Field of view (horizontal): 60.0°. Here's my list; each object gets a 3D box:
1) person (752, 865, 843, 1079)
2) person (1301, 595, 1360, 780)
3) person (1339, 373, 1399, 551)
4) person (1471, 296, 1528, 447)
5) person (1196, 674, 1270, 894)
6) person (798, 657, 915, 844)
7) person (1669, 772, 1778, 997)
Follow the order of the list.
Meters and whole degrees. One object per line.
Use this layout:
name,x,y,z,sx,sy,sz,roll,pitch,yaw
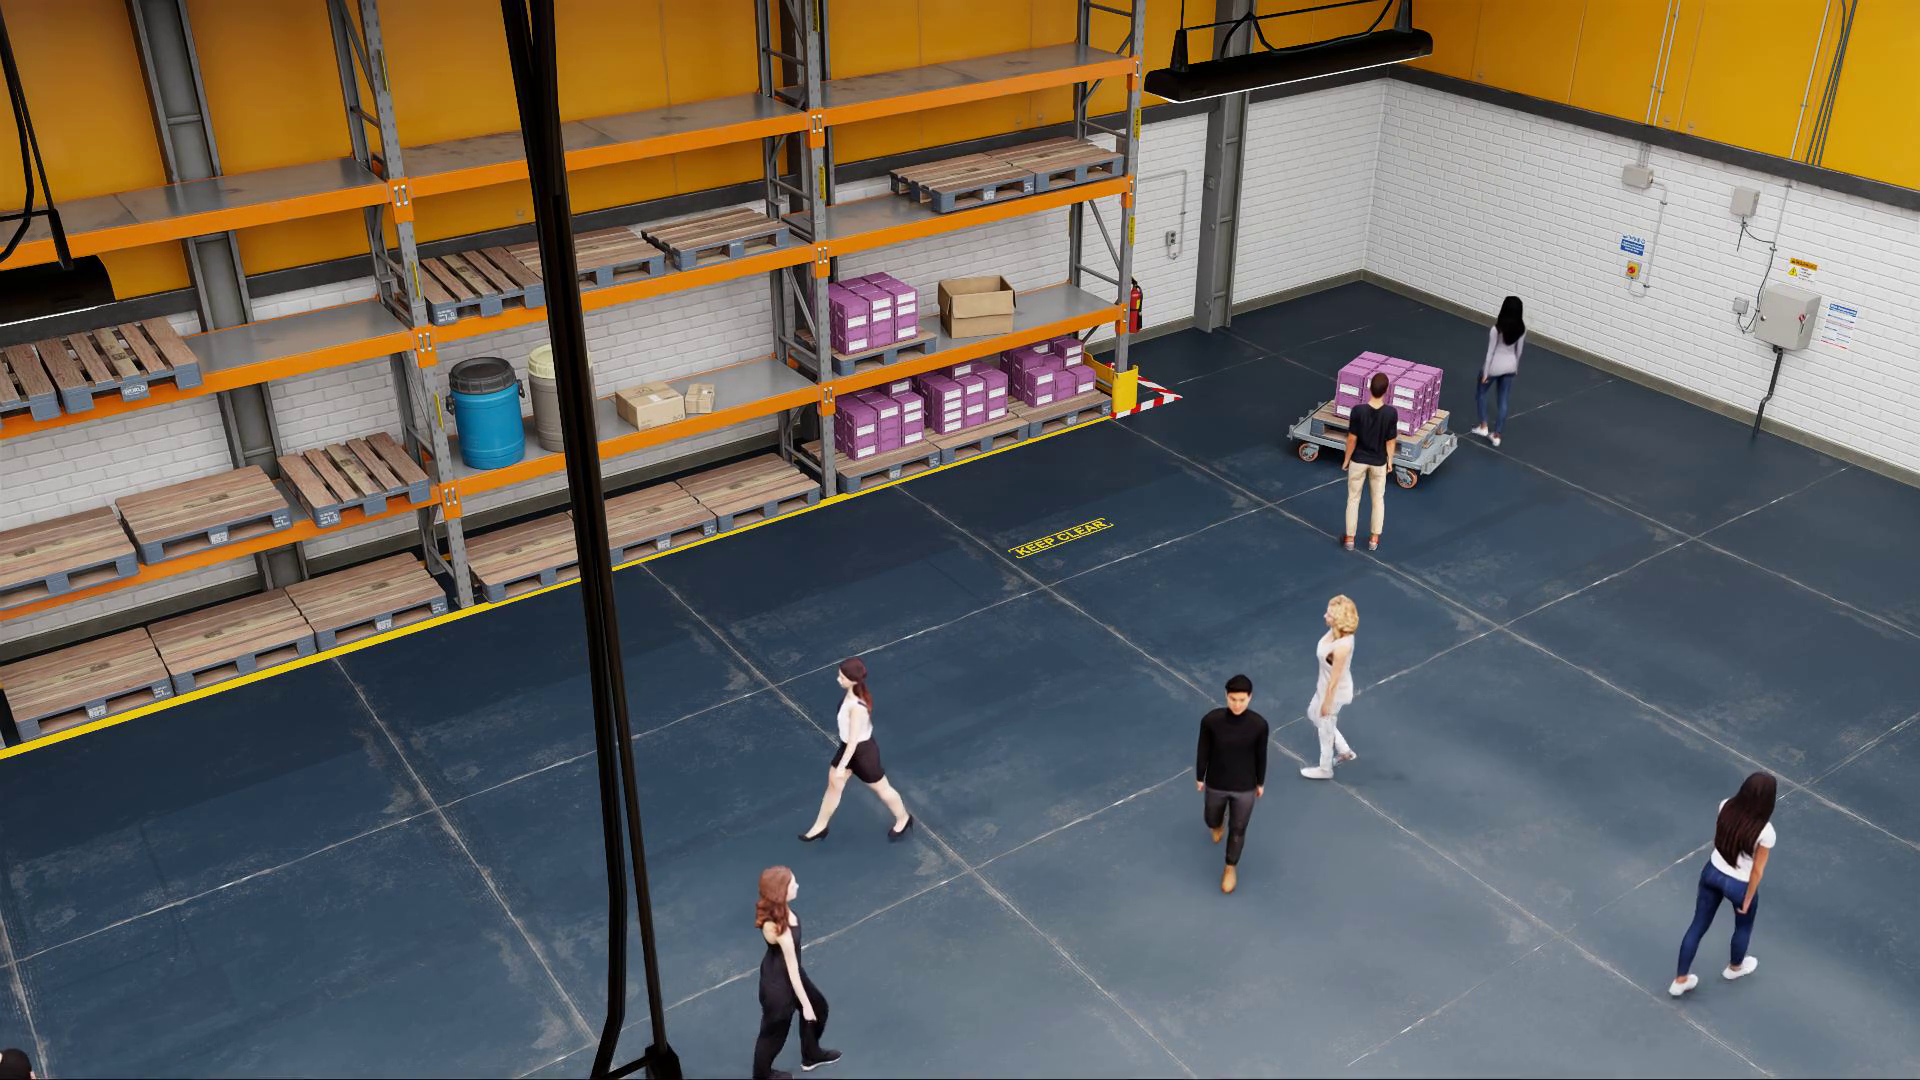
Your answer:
person,-1.177,2.695,10.114,0.928,1.725,0.803,-6,29,-11
person,2.989,1.172,12.975,0.819,1.659,0.757,6,29,11
person,4.013,-0.764,16.315,0.684,1.858,0.762,3,29,5
person,6.032,-1.838,18.427,0.695,1.722,0.793,-5,29,-10
person,1.963,1.677,11.999,0.961,1.706,1.039,6,29,12
person,-0.654,1.595,12.266,1.170,1.594,0.827,-8,30,-14
person,4.947,2.282,10.843,0.933,1.751,0.651,-17,33,-28
